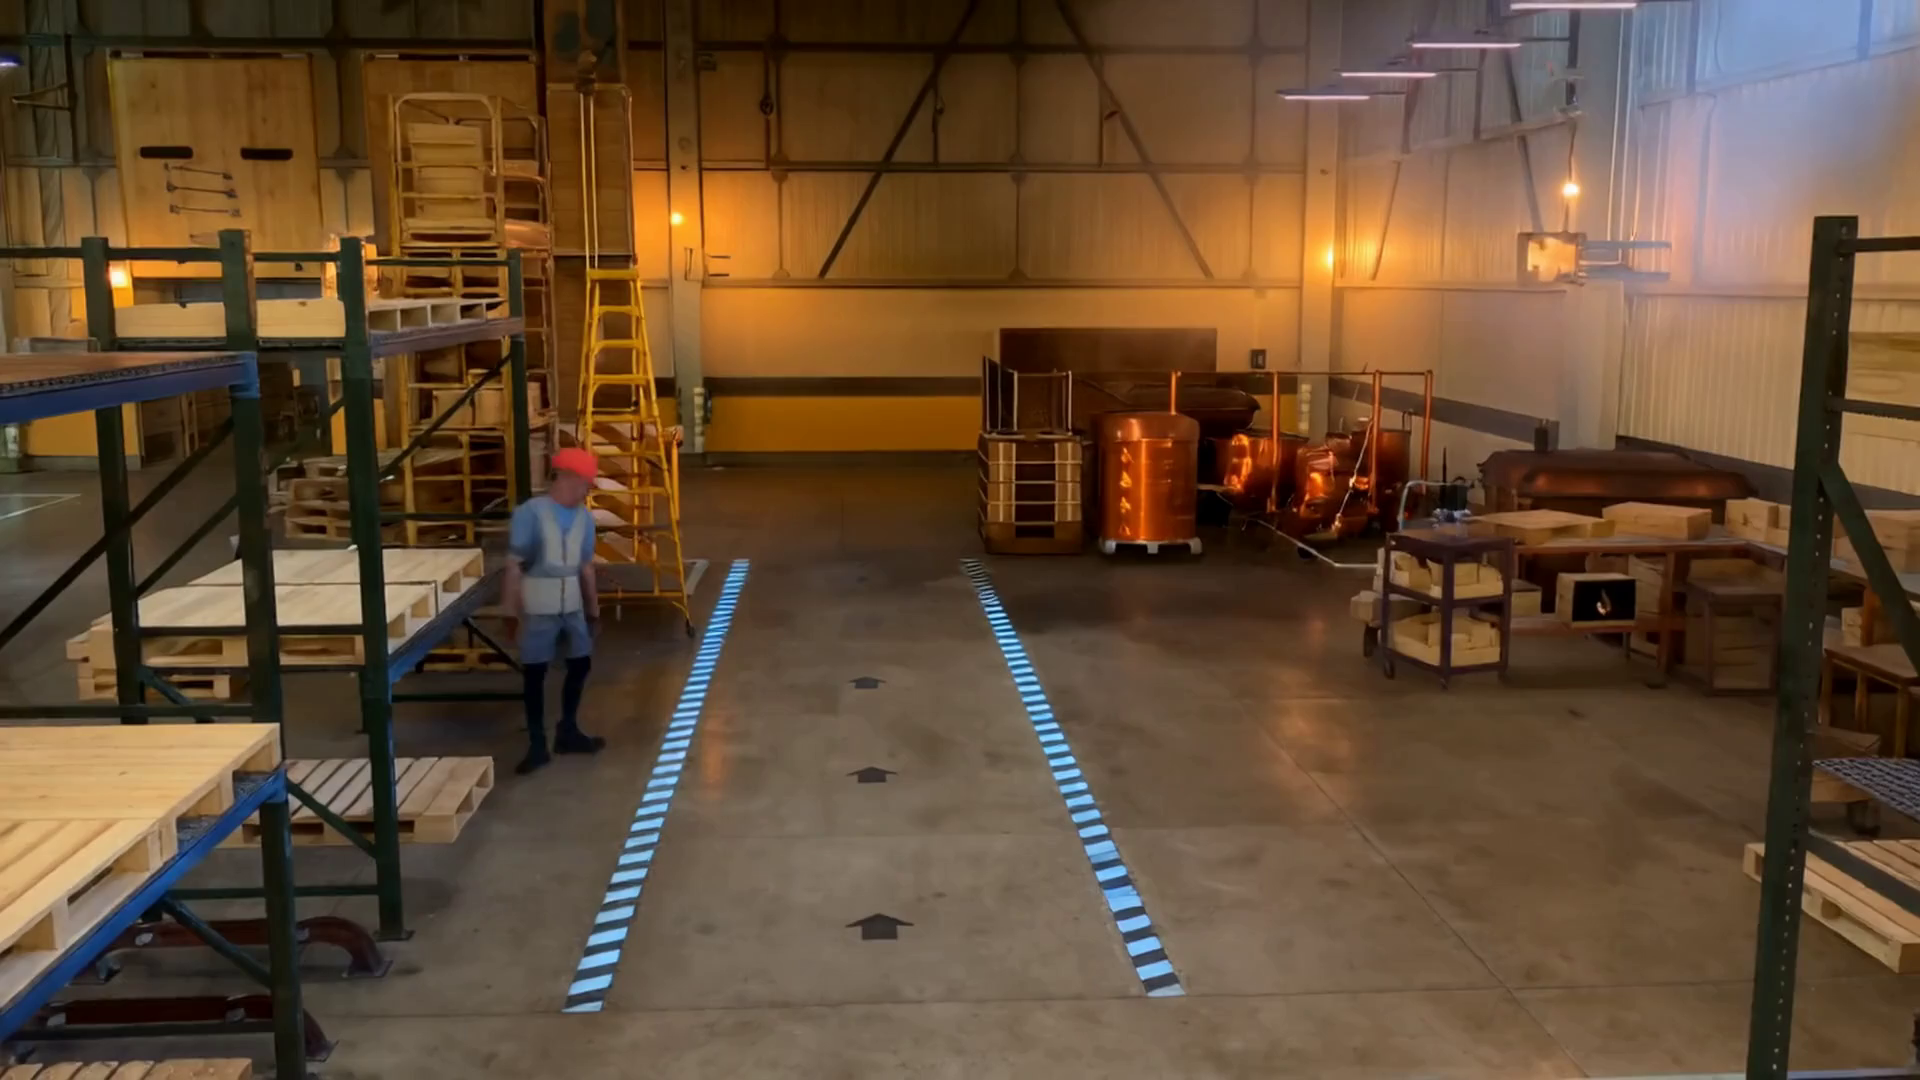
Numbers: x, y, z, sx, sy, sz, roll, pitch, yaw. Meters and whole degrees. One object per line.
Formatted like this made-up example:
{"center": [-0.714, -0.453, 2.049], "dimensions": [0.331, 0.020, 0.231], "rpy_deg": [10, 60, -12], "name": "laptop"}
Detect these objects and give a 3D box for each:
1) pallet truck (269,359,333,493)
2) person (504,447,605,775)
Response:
{"center": [-7.062, -1.131, 18.996], "dimensions": [1.885, 1.965, 0.823], "rpy_deg": [2, 9, 13], "name": "pallet truck"}
{"center": [-2.386, 0.407, 9.716], "dimensions": [0.360, 1.888, 0.668], "rpy_deg": [8, 12, 43], "name": "person"}
